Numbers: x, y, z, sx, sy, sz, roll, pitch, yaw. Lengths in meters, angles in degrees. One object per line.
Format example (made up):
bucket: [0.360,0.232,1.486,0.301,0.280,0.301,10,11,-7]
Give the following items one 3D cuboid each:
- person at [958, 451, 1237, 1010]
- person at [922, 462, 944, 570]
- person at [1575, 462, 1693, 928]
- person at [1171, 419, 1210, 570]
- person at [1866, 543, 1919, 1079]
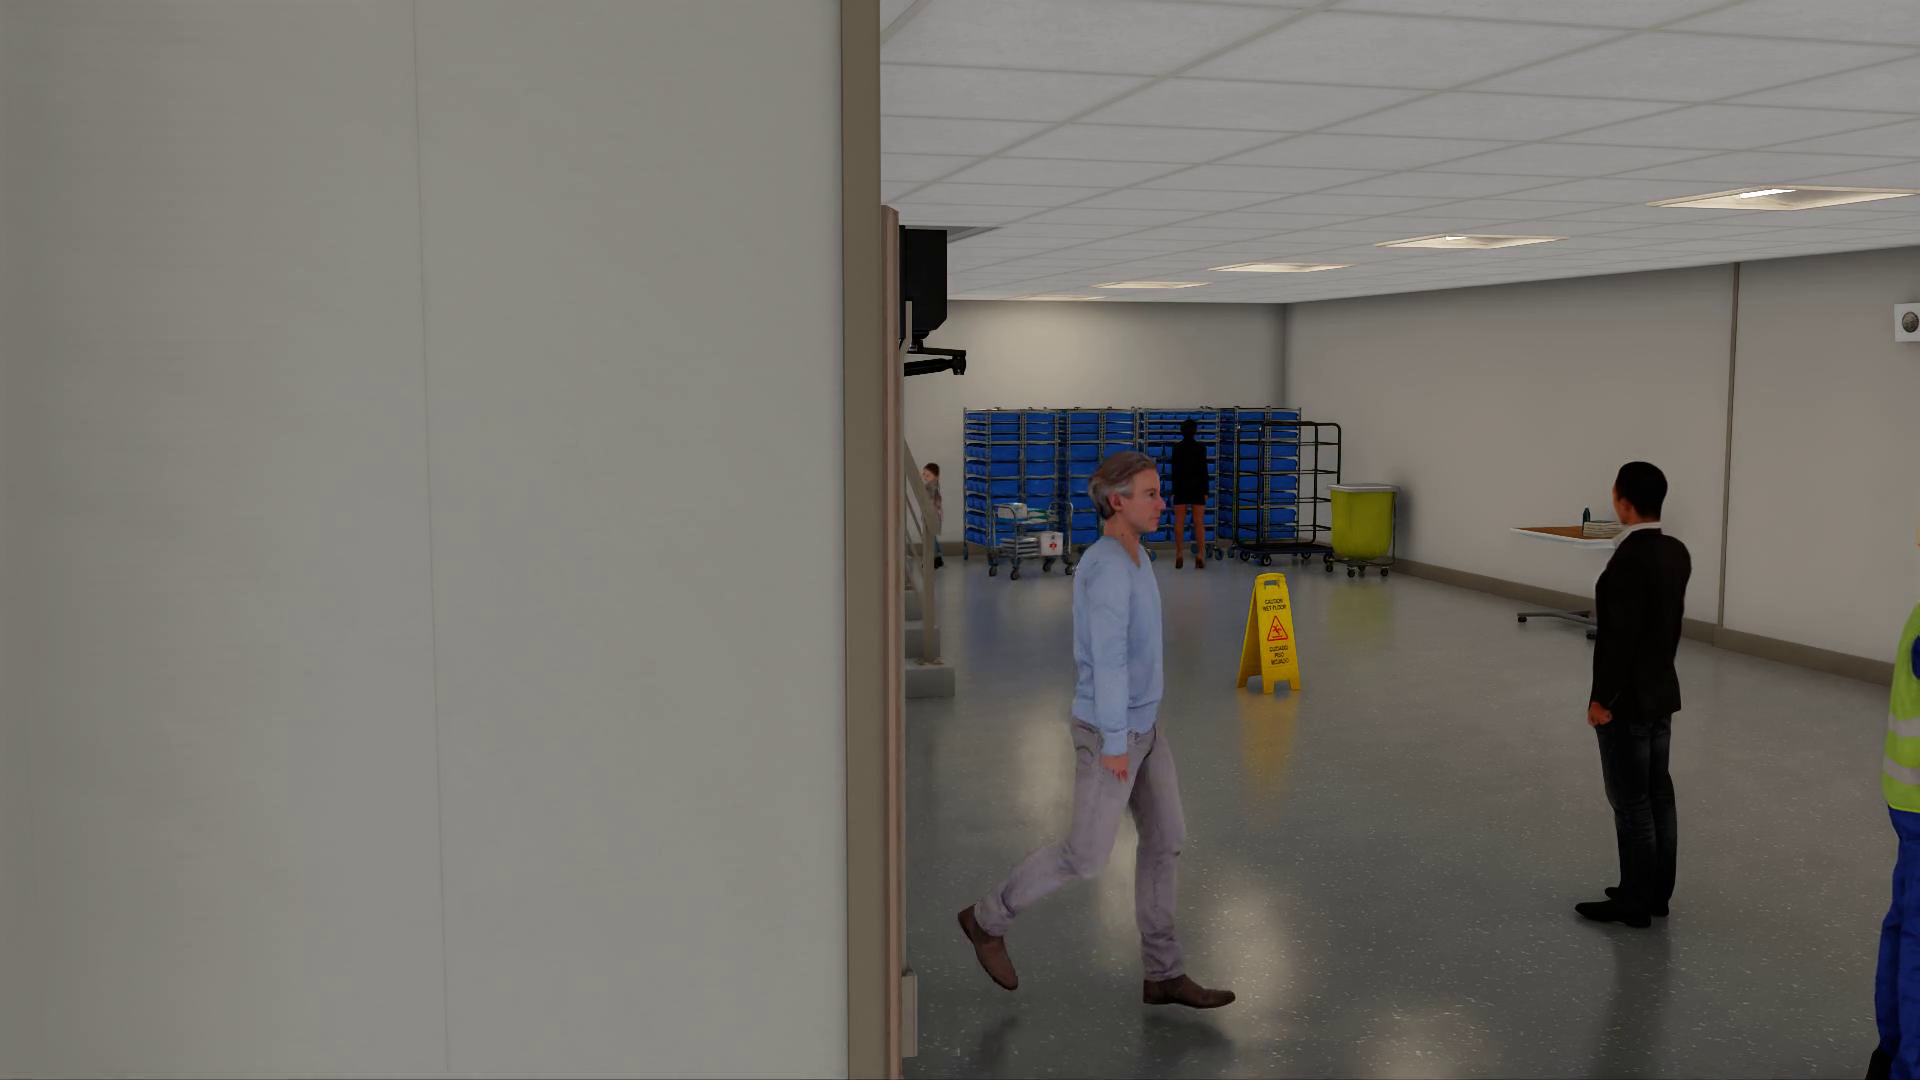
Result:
person: [0.431,0.653,5.566,1.155,1.863,1.208,2,6,21]
person: [-0.291,-0.258,18.101,0.744,1.167,0.495,1,6,11]
person: [2.655,0.592,6.494,0.755,1.800,0.729,-5,8,-43]
person: [2.512,-0.502,18.169,0.695,1.639,0.751,1,6,14]
person: [2.826,0.758,4.776,0.812,1.813,0.732,3,6,25]
